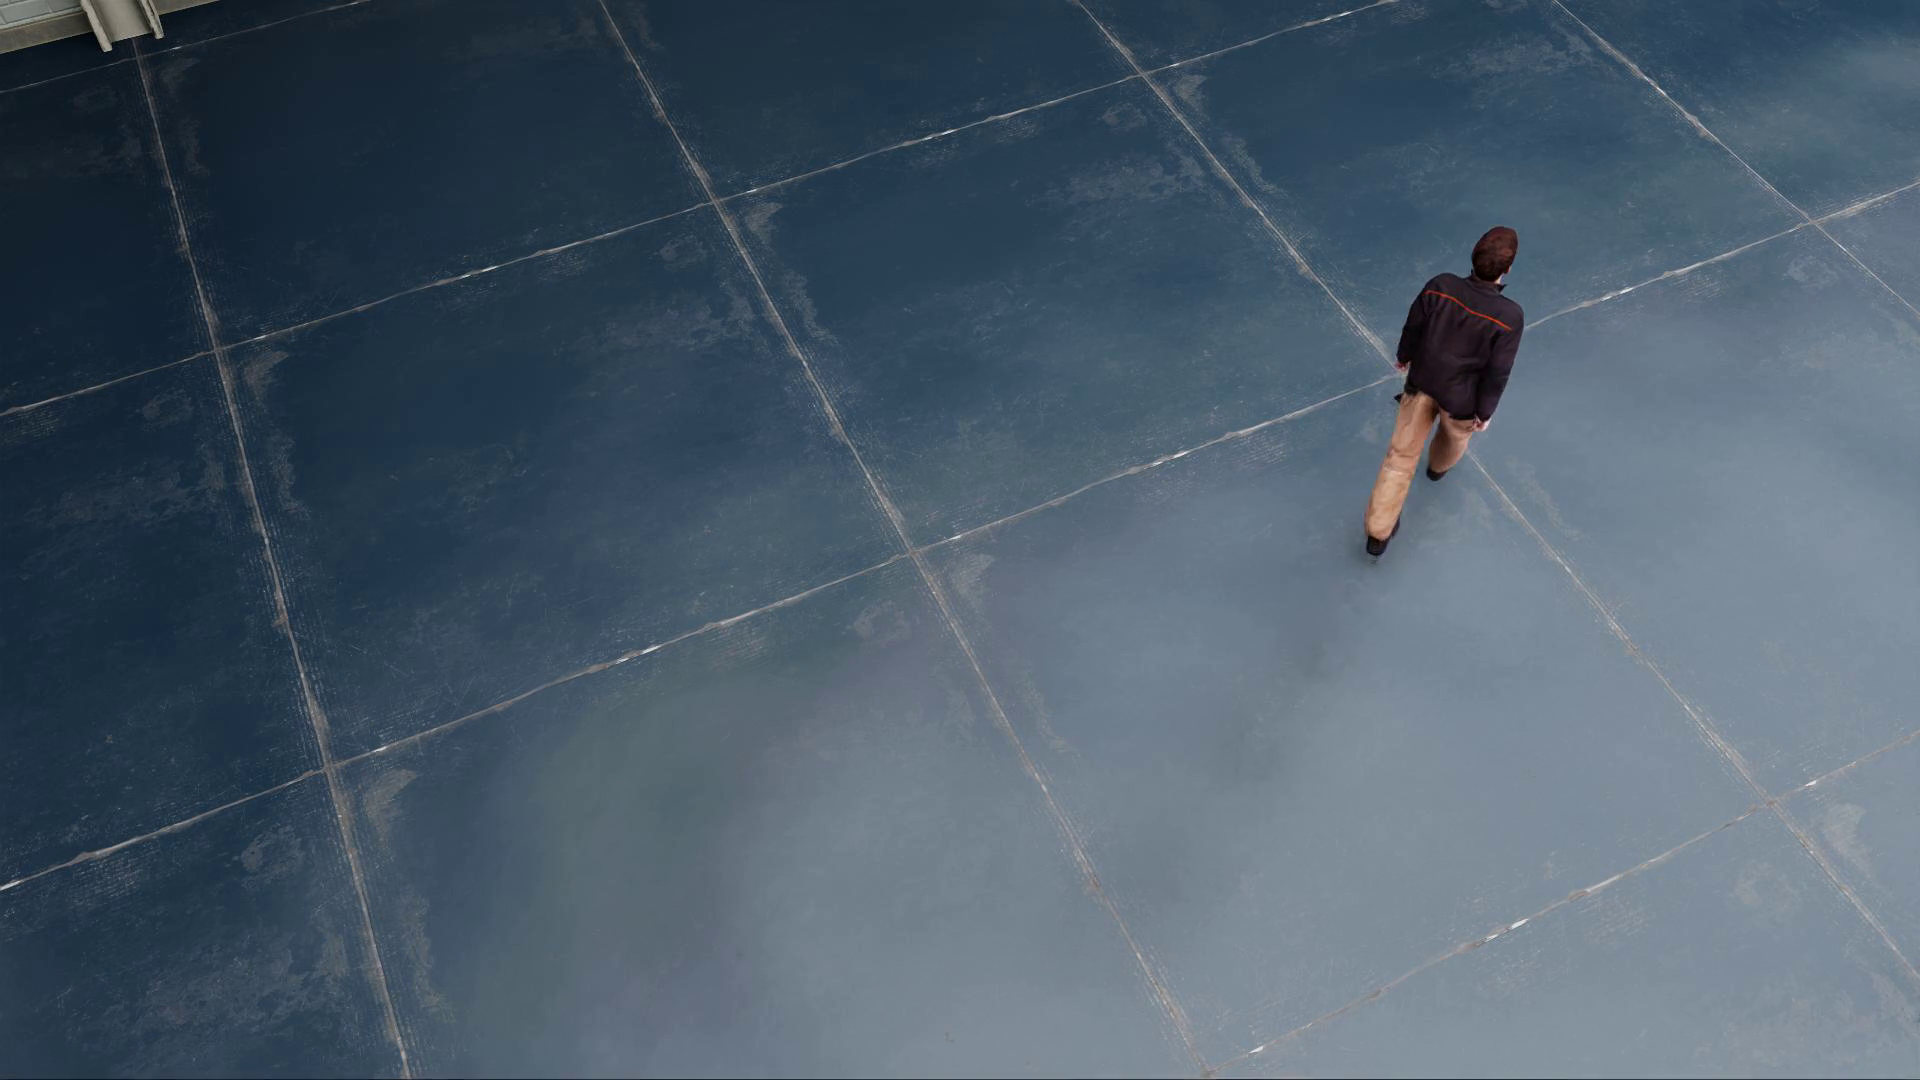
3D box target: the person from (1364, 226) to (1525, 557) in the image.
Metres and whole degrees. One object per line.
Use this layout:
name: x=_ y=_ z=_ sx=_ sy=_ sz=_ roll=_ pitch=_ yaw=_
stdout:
person: x=2.270 y=-0.667 z=7.945 sx=1.136 sy=1.879 sz=1.328 roll=28 pitch=57 yaw=20
